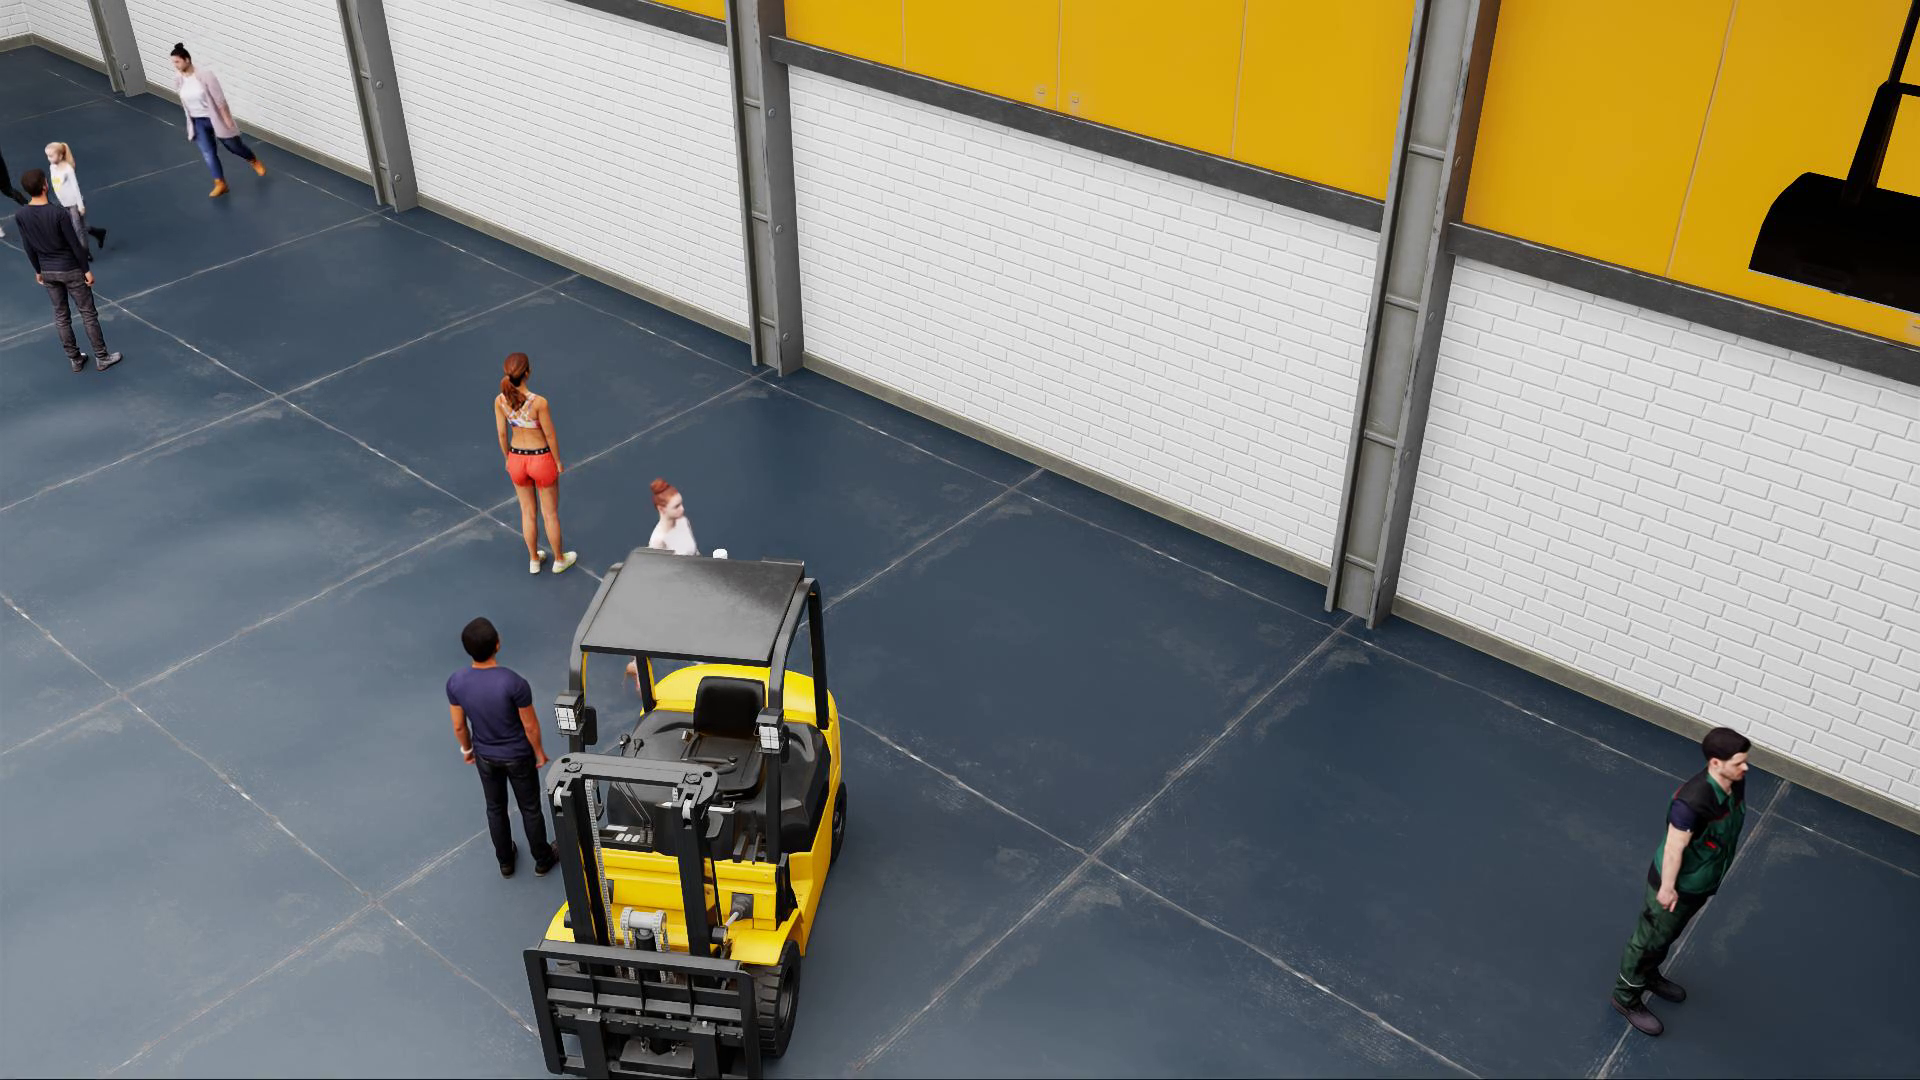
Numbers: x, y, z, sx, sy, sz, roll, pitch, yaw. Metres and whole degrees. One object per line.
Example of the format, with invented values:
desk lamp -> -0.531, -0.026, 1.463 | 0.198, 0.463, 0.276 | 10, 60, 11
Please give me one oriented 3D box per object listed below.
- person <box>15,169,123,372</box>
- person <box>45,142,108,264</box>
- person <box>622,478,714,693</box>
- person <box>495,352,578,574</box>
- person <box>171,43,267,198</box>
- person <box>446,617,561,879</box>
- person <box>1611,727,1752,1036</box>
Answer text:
person -> -8.031, -2.399, 14.869 | 0.697, 1.868, 0.775 | -1, 34, -1
person -> -9.038, -3.469, 17.021 | 0.719, 1.267, 0.637 | 16, 37, 23
person -> -1.917, 0.383, 10.791 | 1.168, 1.749, 0.876 | 10, 35, 15
person -> -3.129, -0.549, 12.156 | 0.648, 1.790, 0.742 | 4, 34, 6
person -> -8.277, -4.718, 18.504 | 1.103, 1.706, 1.090 | 1, 34, 2
person -> -2.618, 1.212, 9.505 | 0.684, 1.793, 0.780 | 2, 34, 3
person -> 3.753, 1.725, 8.636 | 0.689, 1.900, 0.590 | -29, 43, -36
